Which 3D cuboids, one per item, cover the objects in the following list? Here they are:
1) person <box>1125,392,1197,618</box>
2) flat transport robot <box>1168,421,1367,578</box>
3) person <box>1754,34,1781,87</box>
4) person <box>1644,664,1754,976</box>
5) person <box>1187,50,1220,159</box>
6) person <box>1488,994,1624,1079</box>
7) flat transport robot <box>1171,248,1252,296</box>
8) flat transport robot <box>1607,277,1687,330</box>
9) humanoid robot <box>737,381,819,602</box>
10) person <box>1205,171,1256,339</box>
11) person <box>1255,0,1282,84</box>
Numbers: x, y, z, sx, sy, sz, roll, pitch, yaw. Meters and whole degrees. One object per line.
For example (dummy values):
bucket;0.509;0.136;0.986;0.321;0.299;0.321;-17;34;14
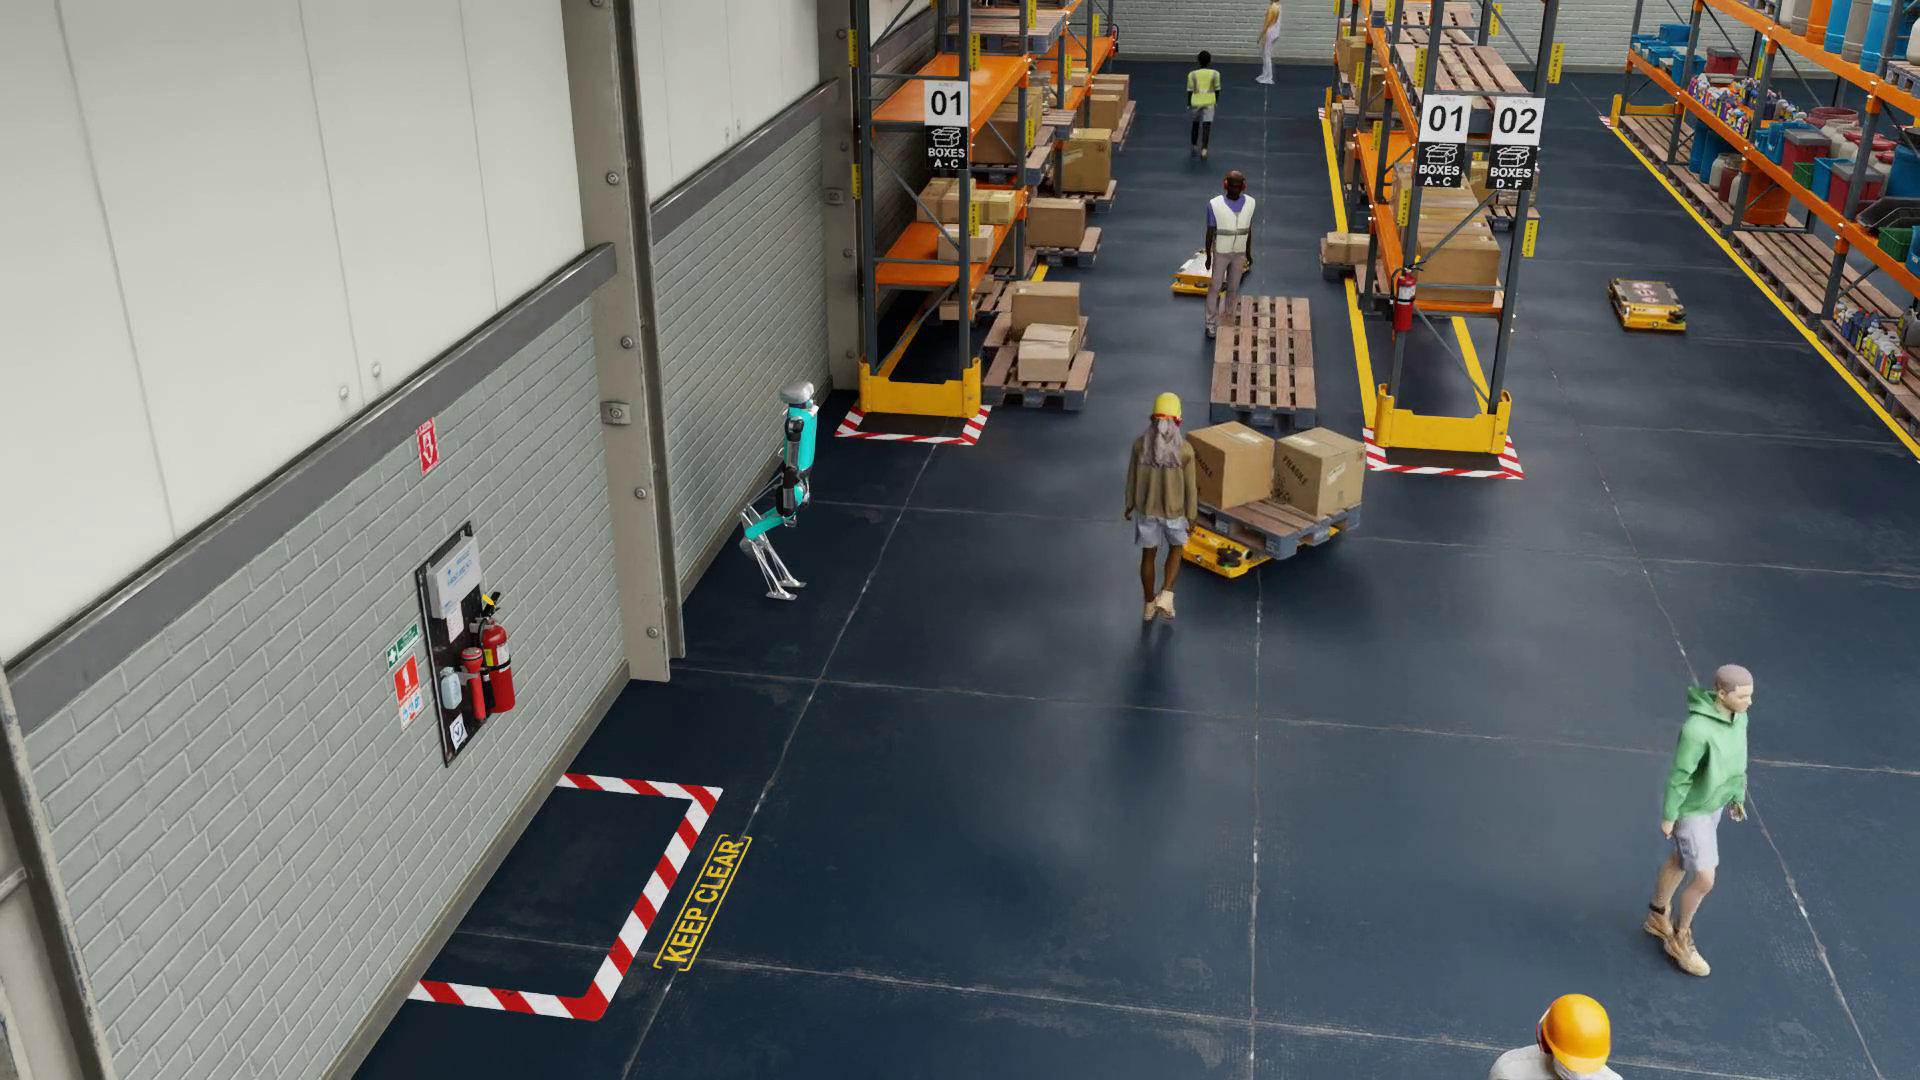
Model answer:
person;1.456;-0.226;12.087;0.540;1.752;0.424;7;26;15
flat transport robot;2.424;-0.068;13.504;1.431;0.231;0.659;-20;31;-36
person;15.778;-9.743;32.445;0.326;1.764;0.524;-18;30;-33
person;3.889;1.439;8.546;0.508;1.722;0.600;-17;30;-32
person;3.894;-6.992;26.679;0.527;1.656;0.872;4;25;9
person;2.161;2.450;6.206;0.569;1.889;0.389;8;26;17
flat transport robot;3.093;-3.271;20.359;0.659;0.231;1.431;10;27;20
flat transport robot;7.915;-2.728;19.196;0.659;0.231;1.431;5;26;11
humanoid robot;-1.385;-0.370;12.301;0.731;1.694;0.534;4;25;9
person;2.930;-3.131;18.201;0.568;1.840;0.373;-9;27;-19
person;6.014;-9.946;32.789;0.563;1.844;0.528;14;28;27
